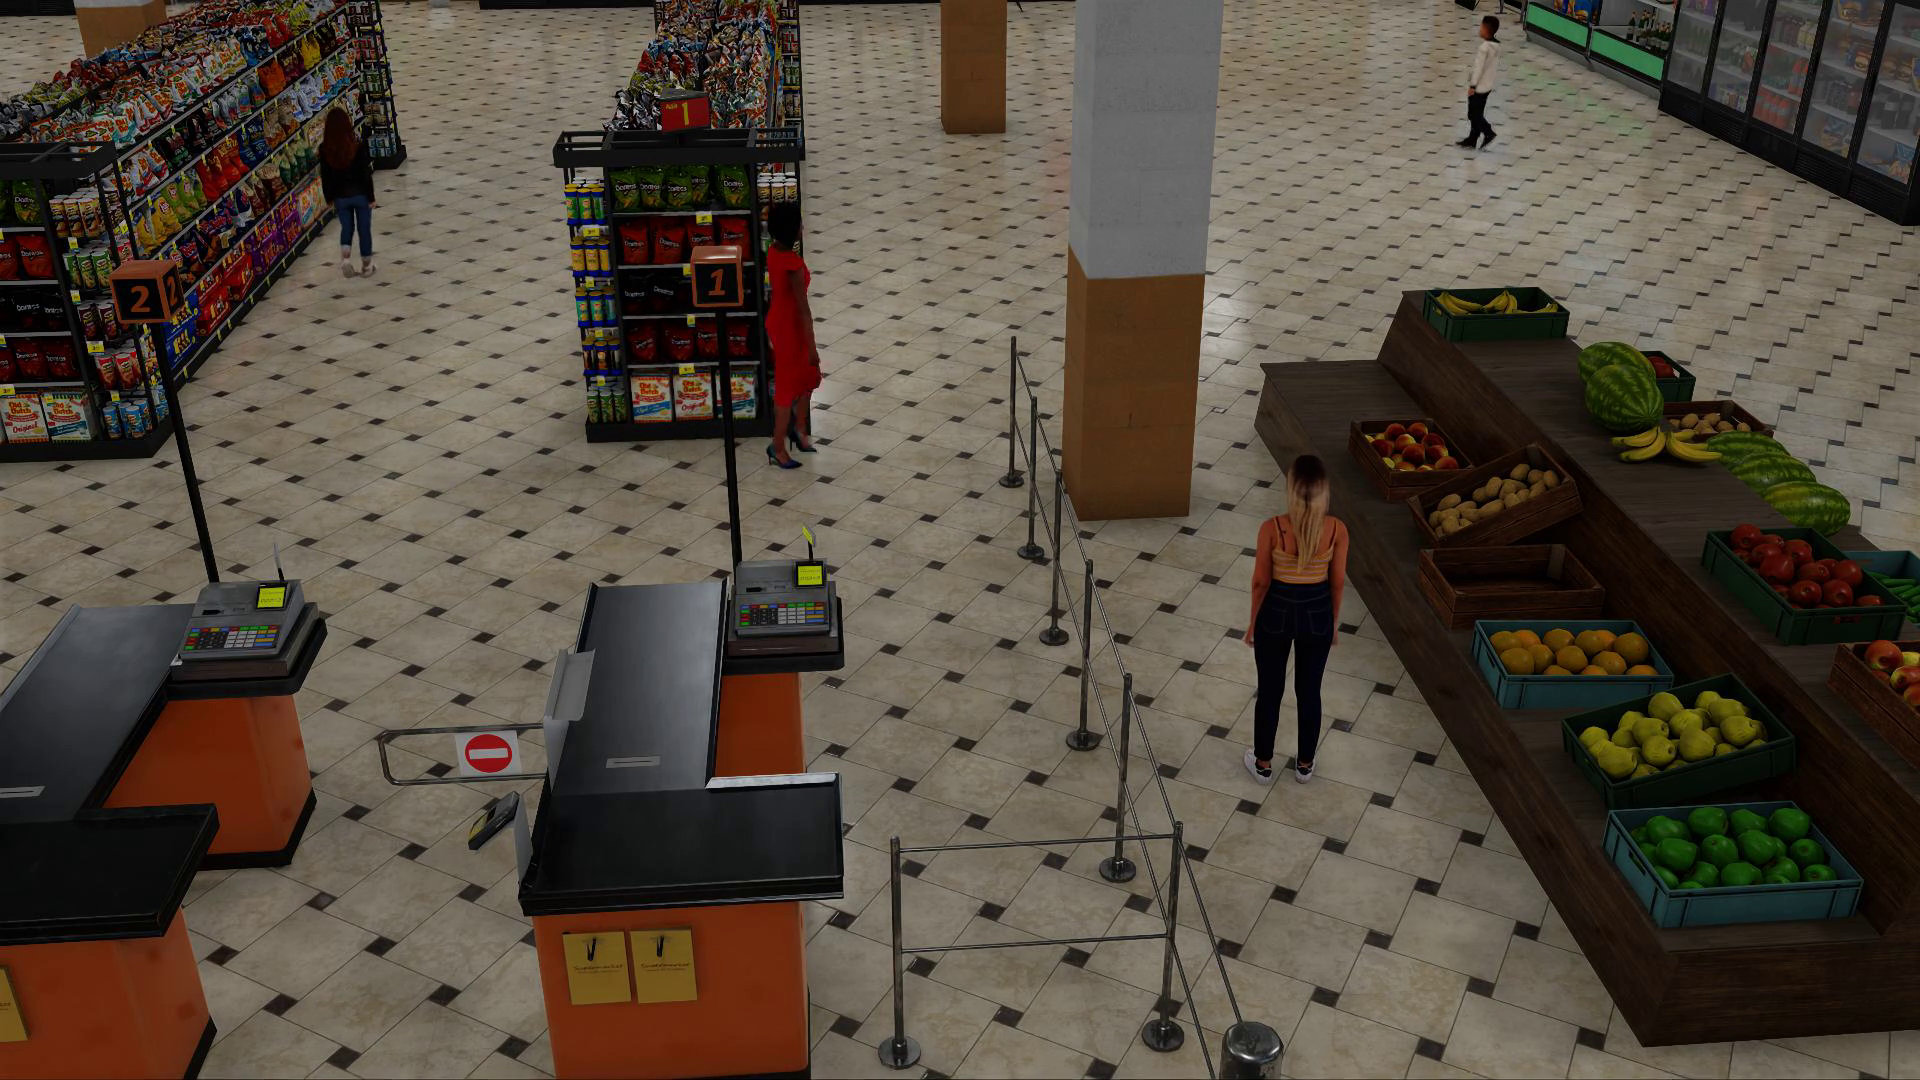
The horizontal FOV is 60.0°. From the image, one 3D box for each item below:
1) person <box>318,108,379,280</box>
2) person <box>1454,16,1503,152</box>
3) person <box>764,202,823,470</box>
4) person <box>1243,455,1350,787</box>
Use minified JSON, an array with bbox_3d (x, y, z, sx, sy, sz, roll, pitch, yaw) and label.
[{"bbox_3d":[-5.206,-2.923,14.175,0.563,1.468,0.752,-3,27,-5],"label":"person"},{"bbox_3d":[5.786,-4.995,18.286,0.854,1.446,0.805,16,31,29],"label":"person"},{"bbox_3d":[-1.182,-1.287,10.659,0.791,1.731,0.691,-8,28,-16],"label":"person"},{"bbox_3d":[1.508,0.375,7.494,0.586,1.629,0.525,0,27,0],"label":"person"}]
